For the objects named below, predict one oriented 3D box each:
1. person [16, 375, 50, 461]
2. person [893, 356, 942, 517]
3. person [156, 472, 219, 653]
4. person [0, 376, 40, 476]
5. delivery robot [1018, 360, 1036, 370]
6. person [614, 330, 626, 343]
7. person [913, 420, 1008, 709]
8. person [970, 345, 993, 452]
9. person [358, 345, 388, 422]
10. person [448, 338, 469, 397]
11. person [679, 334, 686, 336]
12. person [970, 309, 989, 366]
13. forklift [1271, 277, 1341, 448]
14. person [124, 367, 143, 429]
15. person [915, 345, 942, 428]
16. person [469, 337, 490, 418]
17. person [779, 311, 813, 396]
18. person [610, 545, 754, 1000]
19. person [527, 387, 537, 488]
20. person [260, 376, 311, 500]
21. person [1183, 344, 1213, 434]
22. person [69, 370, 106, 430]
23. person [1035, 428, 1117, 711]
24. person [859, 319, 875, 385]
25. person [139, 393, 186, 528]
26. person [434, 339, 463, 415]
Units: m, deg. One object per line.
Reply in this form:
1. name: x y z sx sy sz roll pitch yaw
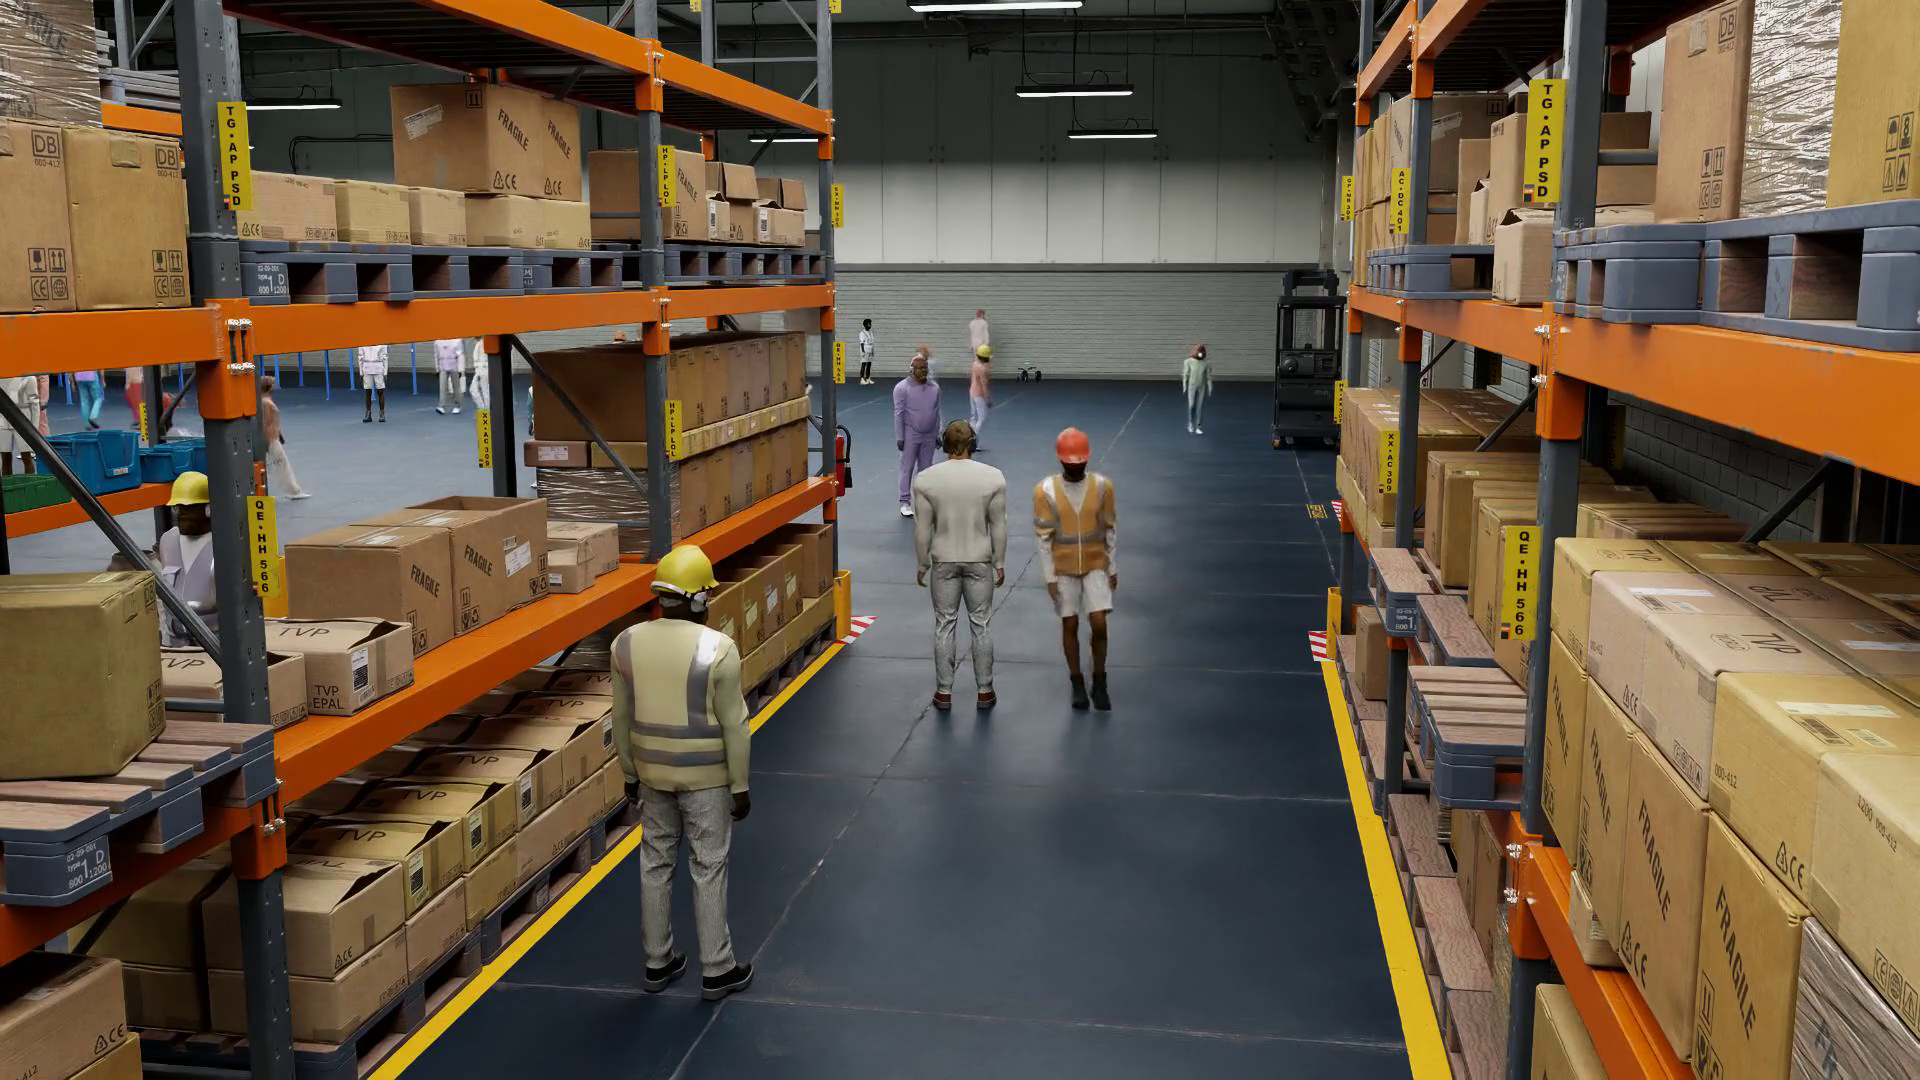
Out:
1. person: -14.395 -2.194 25.760 0.642 1.910 0.401 5 10 26
2. person: -0.484 -1.249 19.932 0.641 1.910 0.401 -6 11 -33
3. person: -4.165 0.530 9.189 0.602 1.830 0.404 2 9 12
4. person: -11.744 -1.427 20.621 0.609 2.040 0.395 -1 9 -9
5. delivery robot: 1.783 -4.652 44.120 0.335 0.223 0.698 6 11 31
6. person: -7.366 -3.735 36.109 0.507 1.631 0.273 2 9 11
7. person: 0.005 0.164 11.137 0.627 1.935 0.371 0 9 0
8. person: 0.313 -2.291 26.947 0.354 1.722 0.639 -3 10 -16
9. person: -11.357 -3.247 32.189 0.542 1.929 0.374 -1 9 -6
10. person: -11.751 -4.310 38.712 0.631 1.940 0.369 -3 10 -19
11. person: -5.499 -3.289 33.271 0.552 1.661 0.821 1 9 4
12. person: 0.542 -5.242 44.610 0.688 1.913 0.409 9 13 44
13. forklift: 5.847 -3.016 27.970 1.129 2.768 1.873 1 9 9
14. person: -15.274 -2.902 30.664 0.506 1.726 0.569 -4 10 -22
15. person: -0.608 -2.698 29.820 0.508 1.605 0.800 6 11 32
16. person: -9.410 -3.280 32.578 0.559 1.865 0.605 -5 11 -29
17. person: -3.855 -4.226 38.013 0.896 2.000 0.687 2 9 11
18. person: -1.105 0.929 6.731 0.600 1.830 0.403 4 10 21
19. person: -5.583 -1.523 22.445 0.514 1.641 0.307 1 9 7
20. person: -8.796 -1.291 21.138 0.852 1.599 0.511 -5 10 -28
21. person: 4.266 -2.698 29.761 0.524 1.615 0.454 -1 9 -3
22. person: -15.959 -2.912 30.417 0.603 1.829 0.435 -2 9 -11
23. person: 0.780 0.198 11.013 0.562 1.903 0.596 0 9 -3
24. person: -2.389 -4.839 42.743 0.321 1.689 0.530 5 10 28
25. person: -6.819 -0.385 14.701 0.932 1.887 0.545 -5 10 -26
26. person: -10.403 -3.484 33.808 0.610 1.870 0.978 0 9 2
